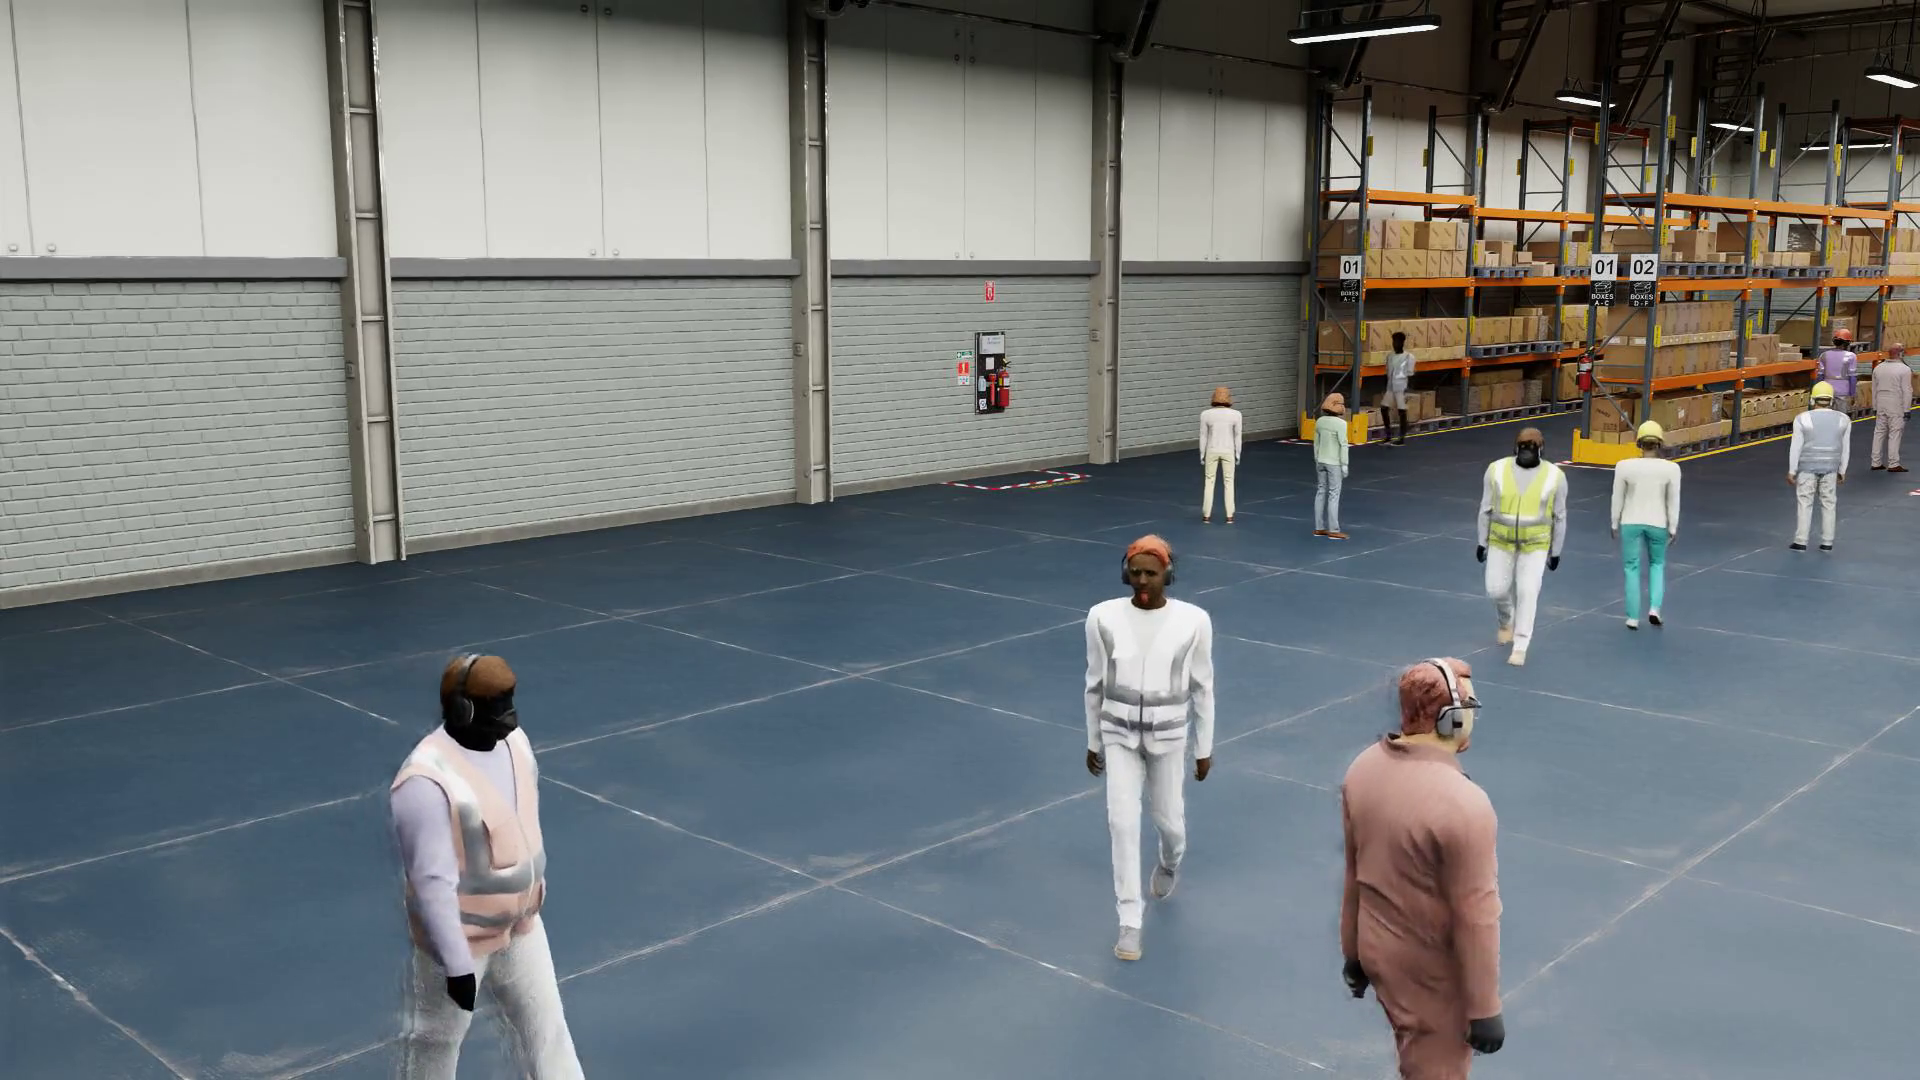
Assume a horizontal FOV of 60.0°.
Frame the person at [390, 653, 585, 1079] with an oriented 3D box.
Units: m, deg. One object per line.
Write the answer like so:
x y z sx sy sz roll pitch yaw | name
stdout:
-1.444 1.263 5.361 0.900 1.803 0.660 3 10 20 | person

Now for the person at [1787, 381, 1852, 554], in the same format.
9.098 -0.766 17.654 0.600 1.829 0.404 1 9 7 | person

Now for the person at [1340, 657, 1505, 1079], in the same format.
1.336 1.283 5.023 0.768 1.882 0.646 -2 10 -13 | person

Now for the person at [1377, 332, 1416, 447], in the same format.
7.317 -2.532 28.049 0.657 1.947 0.634 -7 12 -36 | person

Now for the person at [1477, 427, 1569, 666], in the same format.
4.328 0.031 12.815 0.647 1.827 0.568 4 10 25 | person

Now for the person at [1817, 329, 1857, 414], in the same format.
14.198 -2.392 26.923 0.396 2.042 0.611 -6 11 -35 | person

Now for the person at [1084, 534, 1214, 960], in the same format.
0.857 0.883 7.536 0.583 1.861 0.790 2 10 13 | person

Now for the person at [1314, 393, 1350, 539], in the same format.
4.167 -0.831 18.658 0.285 1.632 0.499 -5 11 -28 | person

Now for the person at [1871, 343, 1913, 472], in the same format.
13.883 -1.965 24.741 0.409 1.907 0.649 -3 10 -19 | person

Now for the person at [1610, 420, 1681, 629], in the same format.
5.748 -0.124 13.987 0.524 1.752 0.455 3 10 17 | person

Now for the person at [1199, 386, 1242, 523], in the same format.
3.091 -1.010 19.786 0.498 1.626 0.299 1 9 8 | person
